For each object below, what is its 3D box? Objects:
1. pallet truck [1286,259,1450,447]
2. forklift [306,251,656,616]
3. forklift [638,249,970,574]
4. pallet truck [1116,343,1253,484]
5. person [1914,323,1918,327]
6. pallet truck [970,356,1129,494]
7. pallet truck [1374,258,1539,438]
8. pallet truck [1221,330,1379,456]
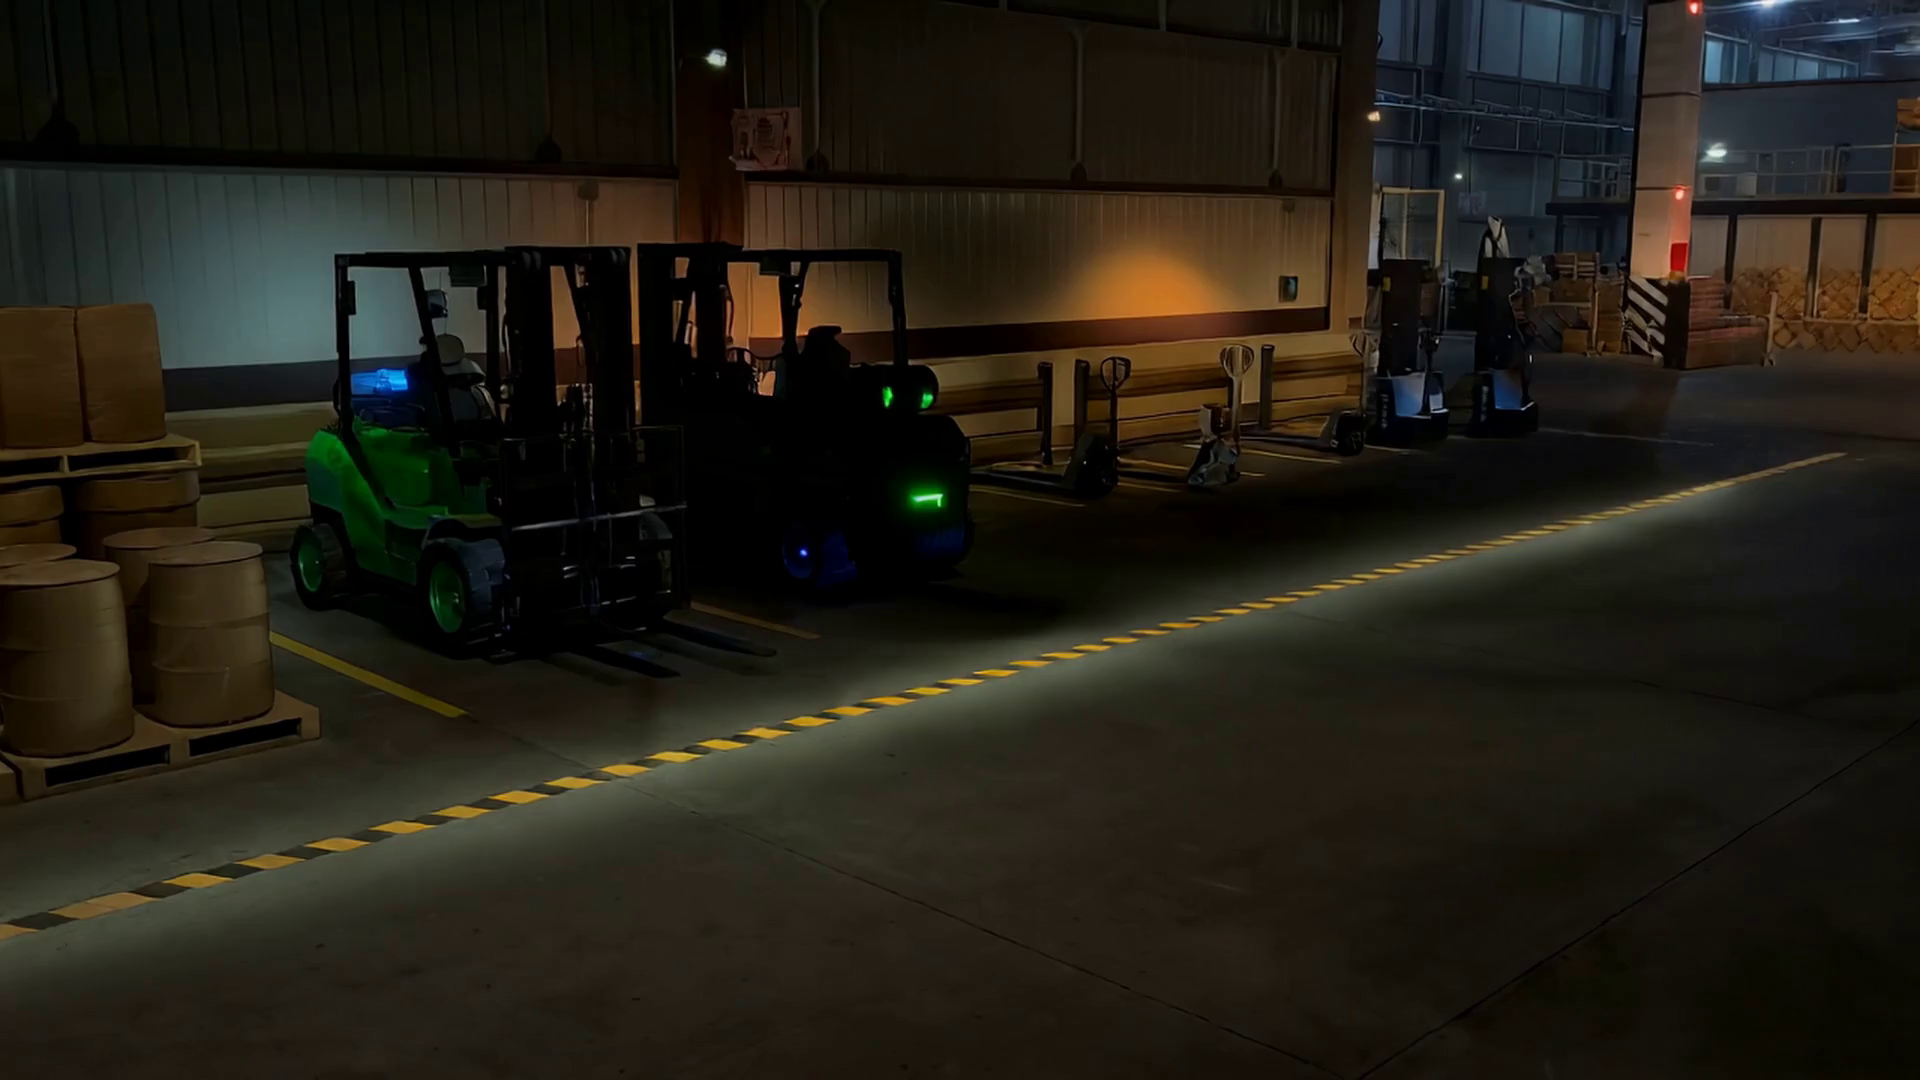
[{"bbox_3d":[4.493,-2.078,18.196,0.823,1.965,1.885,-9,14,-40],"label":"pallet truck"},{"bbox_3d":[-2.833,-0.669,9.694,1.157,1.987,2.680,-10,14,-44],"label":"forklift"},{"bbox_3d":[-1.173,-0.958,11.239,2.680,1.987,1.157,10,14,43],"label":"forklift"},{"bbox_3d":[1.962,-1.215,15.415,1.522,1.261,0.704,10,14,43],"label":"pallet truck"},{"bbox_3d":[23.611,-6.065,40.312,0.589,1.853,0.793,-7,12,-32],"label":"person"},{"bbox_3d":[0.784,-1.085,14.876,0.680,1.201,1.601,-10,14,-44],"label":"pallet truck"},{"bbox_3d":[5.704,-2.208,18.901,1.885,1.965,0.823,10,14,43],"label":"pallet truck"},{"bbox_3d":[3.563,-1.581,17.381,0.653,1.274,1.630,-10,14,-44],"label":"pallet truck"}]
